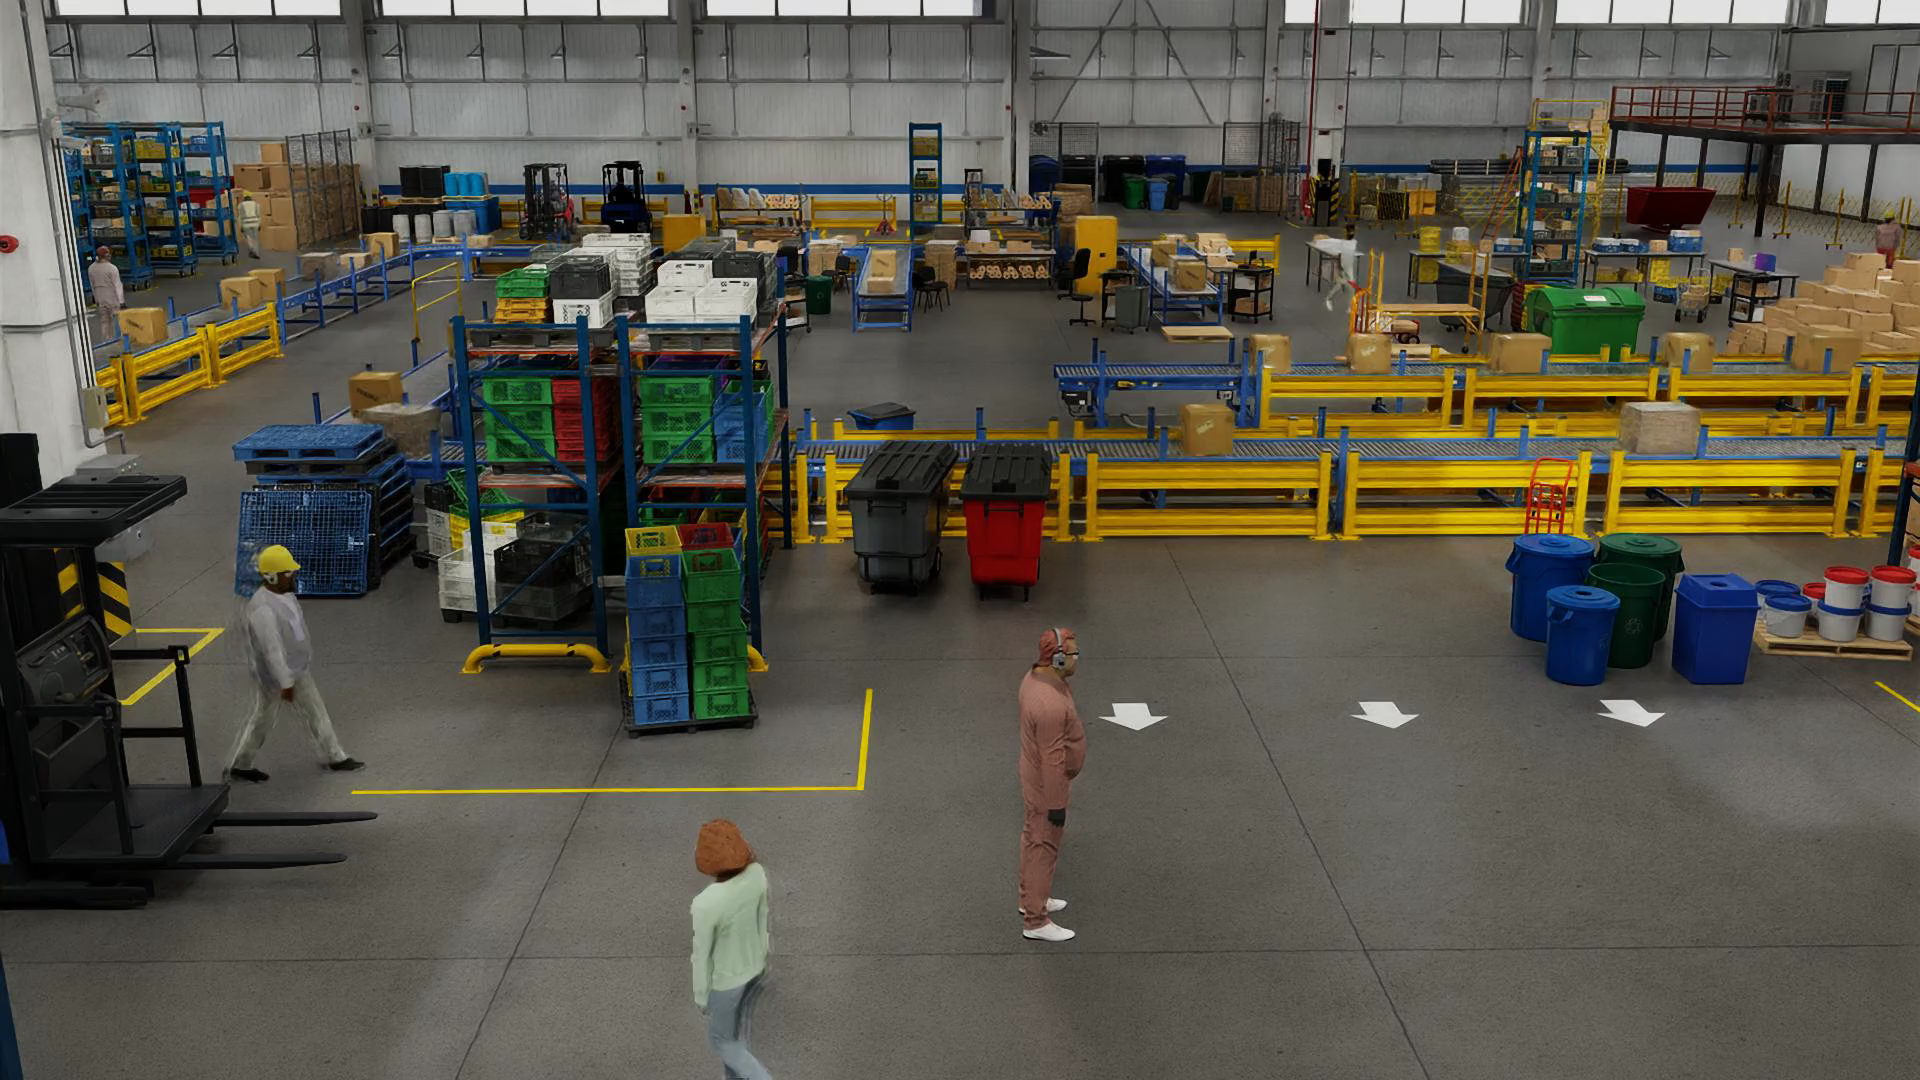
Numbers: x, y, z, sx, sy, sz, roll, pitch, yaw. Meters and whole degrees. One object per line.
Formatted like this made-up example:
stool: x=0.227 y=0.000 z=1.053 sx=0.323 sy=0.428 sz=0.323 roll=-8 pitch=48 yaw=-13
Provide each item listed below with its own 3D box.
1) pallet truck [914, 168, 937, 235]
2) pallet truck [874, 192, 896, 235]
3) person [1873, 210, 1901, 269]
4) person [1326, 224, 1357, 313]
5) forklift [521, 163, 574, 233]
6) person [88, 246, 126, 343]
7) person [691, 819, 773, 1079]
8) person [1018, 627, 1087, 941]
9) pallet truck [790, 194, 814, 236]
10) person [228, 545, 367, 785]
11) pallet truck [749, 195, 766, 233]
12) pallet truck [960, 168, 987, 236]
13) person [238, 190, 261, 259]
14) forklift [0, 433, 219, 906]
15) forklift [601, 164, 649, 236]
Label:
pallet truck: x=-0.989 y=-10.316 z=50.507 sx=0.823 sy=1.965 sz=1.885 roll=1 pitch=16 yaw=3
pallet truck: x=-2.277 y=-9.986 z=50.594 sx=0.653 sy=1.274 sz=1.630 roll=0 pitch=16 yaw=-1
person: x=21.504 y=-6.777 z=38.625 sx=0.551 sy=1.752 sz=0.376 roll=12 pitch=20 yaw=35
person: x=7.987 y=-5.656 z=34.597 sx=0.507 sy=1.842 sz=0.881 roll=-6 pitch=17 yaw=-20
forklift: x=-12.233 y=-10.122 z=49.298 sx=1.157 sy=1.987 sz=2.680 roll=0 pitch=16 yaw=-1
person: x=-15.173 y=-4.291 z=29.718 sx=0.641 sy=1.913 sz=0.407 roll=5 pitch=17 yaw=18
person: x=-1.047 y=2.114 z=7.998 sx=0.635 sy=1.612 sz=0.500 roll=10 pitch=19 yaw=32
person: x=0.549 y=1.432 z=9.857 sx=0.396 sy=1.901 sz=0.643 roll=-1 pitch=16 yaw=-5
pallet truck: x=-4.814 y=-9.883 z=50.259 sx=0.704 sy=1.261 sz=1.522 roll=-1 pitch=16 yaw=-3
person: x=-4.873 y=0.900 z=11.907 sx=0.940 sy=1.787 sz=0.615 roll=-1 pitch=16 yaw=-3
pallet truck: x=-6.051 y=-9.967 z=50.660 sx=0.680 sy=1.201 sz=1.601 roll=0 pitch=16 yaw=-1
pallet truck: x=0.383 y=-10.230 z=50.206 sx=0.823 sy=1.965 sz=1.885 roll=-1 pitch=16 yaw=-3
person: x=-18.736 y=-8.318 z=43.889 sx=0.599 sy=1.821 sz=0.419 roll=-13 pitch=20 yaw=-38
forklift: x=-5.952 y=0.780 z=10.366 sx=1.873 sy=2.768 sz=1.129 roll=0 pitch=16 yaw=-1
forklift: x=-9.948 y=-10.127 z=49.296 sx=1.157 sy=1.987 sz=2.680 roll=-1 pitch=16 yaw=-3
